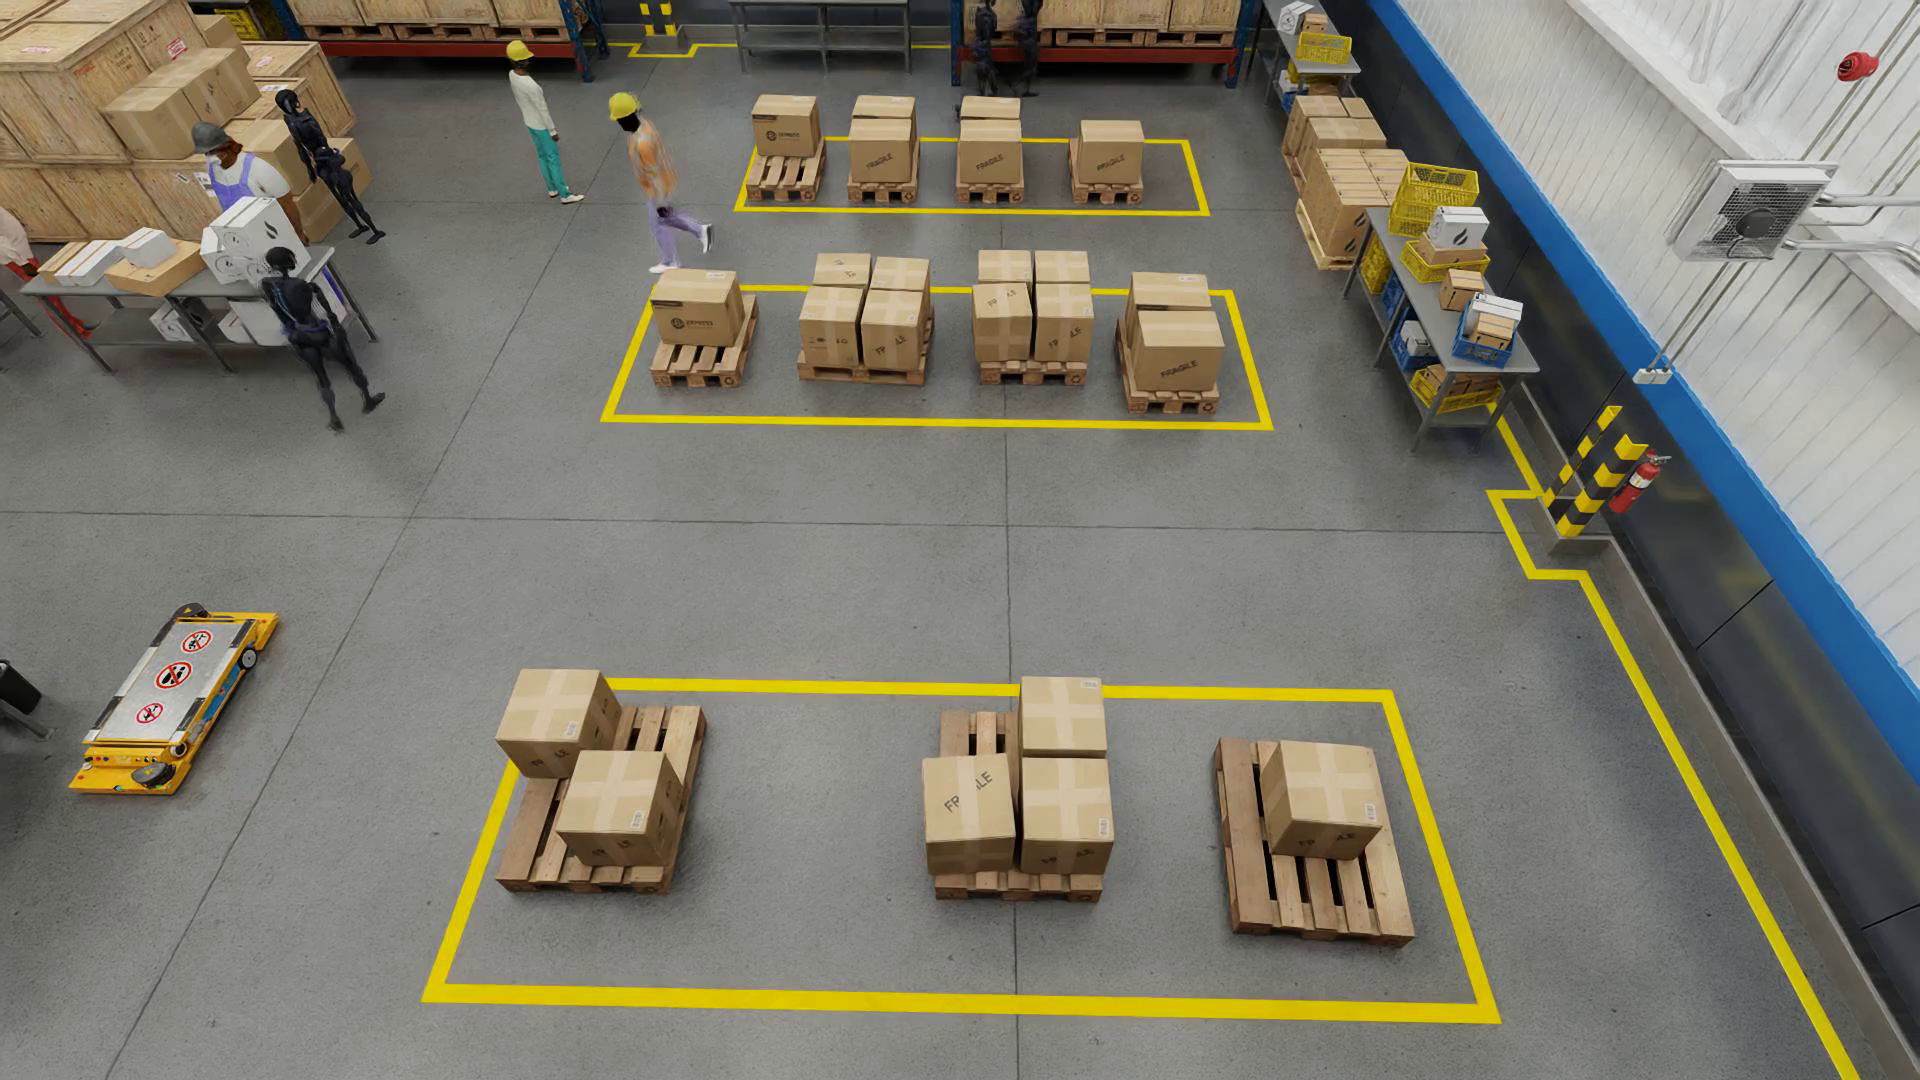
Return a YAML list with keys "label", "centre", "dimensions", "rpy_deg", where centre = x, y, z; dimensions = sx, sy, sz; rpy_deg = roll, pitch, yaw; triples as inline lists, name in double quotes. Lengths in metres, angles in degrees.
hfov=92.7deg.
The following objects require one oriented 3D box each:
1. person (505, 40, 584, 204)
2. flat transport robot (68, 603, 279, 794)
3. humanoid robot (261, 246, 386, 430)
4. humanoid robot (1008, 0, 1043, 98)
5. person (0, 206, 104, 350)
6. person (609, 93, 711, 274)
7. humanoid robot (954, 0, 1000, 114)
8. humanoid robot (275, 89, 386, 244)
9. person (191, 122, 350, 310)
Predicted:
- label: "person"
  centre: [-4.727, -4.705, 10.366]
  dimensions: [0.532, 1.766, 0.324]
  rpy_deg: [35, 58, 26]
- label: "flat transport robot"
  centre: [-5.504, 1.072, 6.442]
  dimensions: [0.652, 0.197, 1.431]
  rpy_deg: [1, 50, 1]
- label: "humanoid robot"
  centre: [-5.592, -1.694, 7.901]
  dimensions: [0.593, 1.637, 0.582]
  rpy_deg: [1, 50, 1]
- label: "humanoid robot"
  centre: [0.897, -6.656, 12.077]
  dimensions: [0.401, 1.651, 0.617]
  rpy_deg: [-2, 50, -2]
- label: "person"
  centre: [-8.762, -2.694, 8.516]
  dimensions: [0.394, 1.992, 0.618]
  rpy_deg: [-37, 59, -27]
- label: "person"
  centre: [-3.047, -3.650, 9.395]
  dimensions: [0.677, 1.891, 0.635]
  rpy_deg: [-15, 51, -13]
- label: "humanoid robot"
  centre: [0.283, -6.151, 11.663]
  dimensions: [0.641, 1.638, 0.598]
  rpy_deg: [7, 50, 6]
- label: "humanoid robot"
  centre: [-6.769, -3.982, 9.810]
  dimensions: [0.579, 1.651, 0.307]
  rpy_deg: [21, 53, 17]
- label: "person"
  centre: [-6.580, -2.951, 8.704]
  dimensions: [0.686, 2.000, 0.536]
  rpy_deg: [7, 50, 6]
